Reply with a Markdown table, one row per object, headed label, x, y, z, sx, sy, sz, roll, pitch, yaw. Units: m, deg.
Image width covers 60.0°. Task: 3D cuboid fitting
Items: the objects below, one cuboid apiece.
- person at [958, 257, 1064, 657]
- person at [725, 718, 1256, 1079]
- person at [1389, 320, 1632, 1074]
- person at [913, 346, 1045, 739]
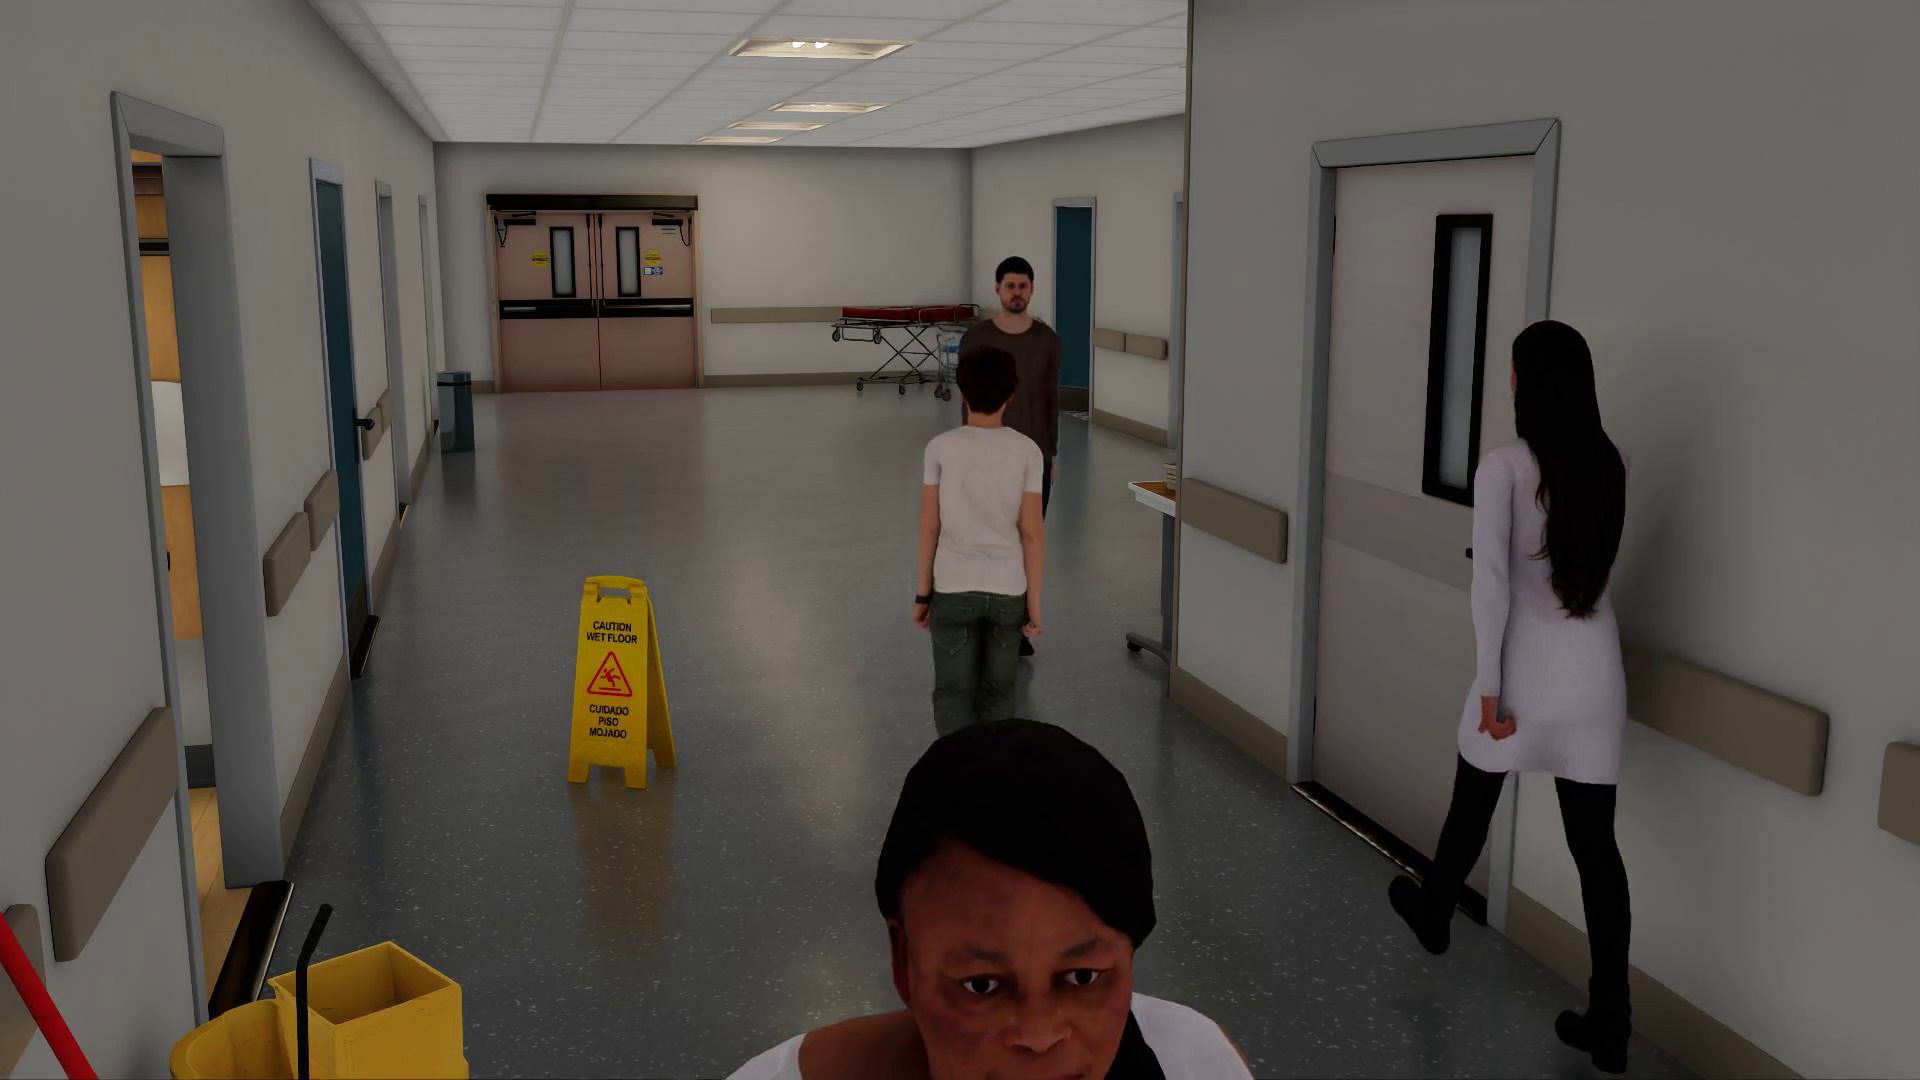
| label | x | y | z | sx | sy | sz | roll | pitch | yaw |
| --- | --- | --- | --- | --- | --- | --- | --- | --- | --- |
| person | 0.235 | -0.397 | 7.946 | 0.706 | 1.870 | 0.970 | -2 | 11 | -9 |
| person | 0.025 | 0.946 | 1.436 | 0.718 | 1.658 | 1.006 | -2 | 11 | -10 |
| person | 1.471 | 0.407 | 4.014 | 0.633 | 1.756 | 1.135 | -2 | 11 | -13 |
| person | 0.056 | 0.216 | 5.352 | 0.742 | 1.633 | 1.080 | 0 | 11 | 0 |
